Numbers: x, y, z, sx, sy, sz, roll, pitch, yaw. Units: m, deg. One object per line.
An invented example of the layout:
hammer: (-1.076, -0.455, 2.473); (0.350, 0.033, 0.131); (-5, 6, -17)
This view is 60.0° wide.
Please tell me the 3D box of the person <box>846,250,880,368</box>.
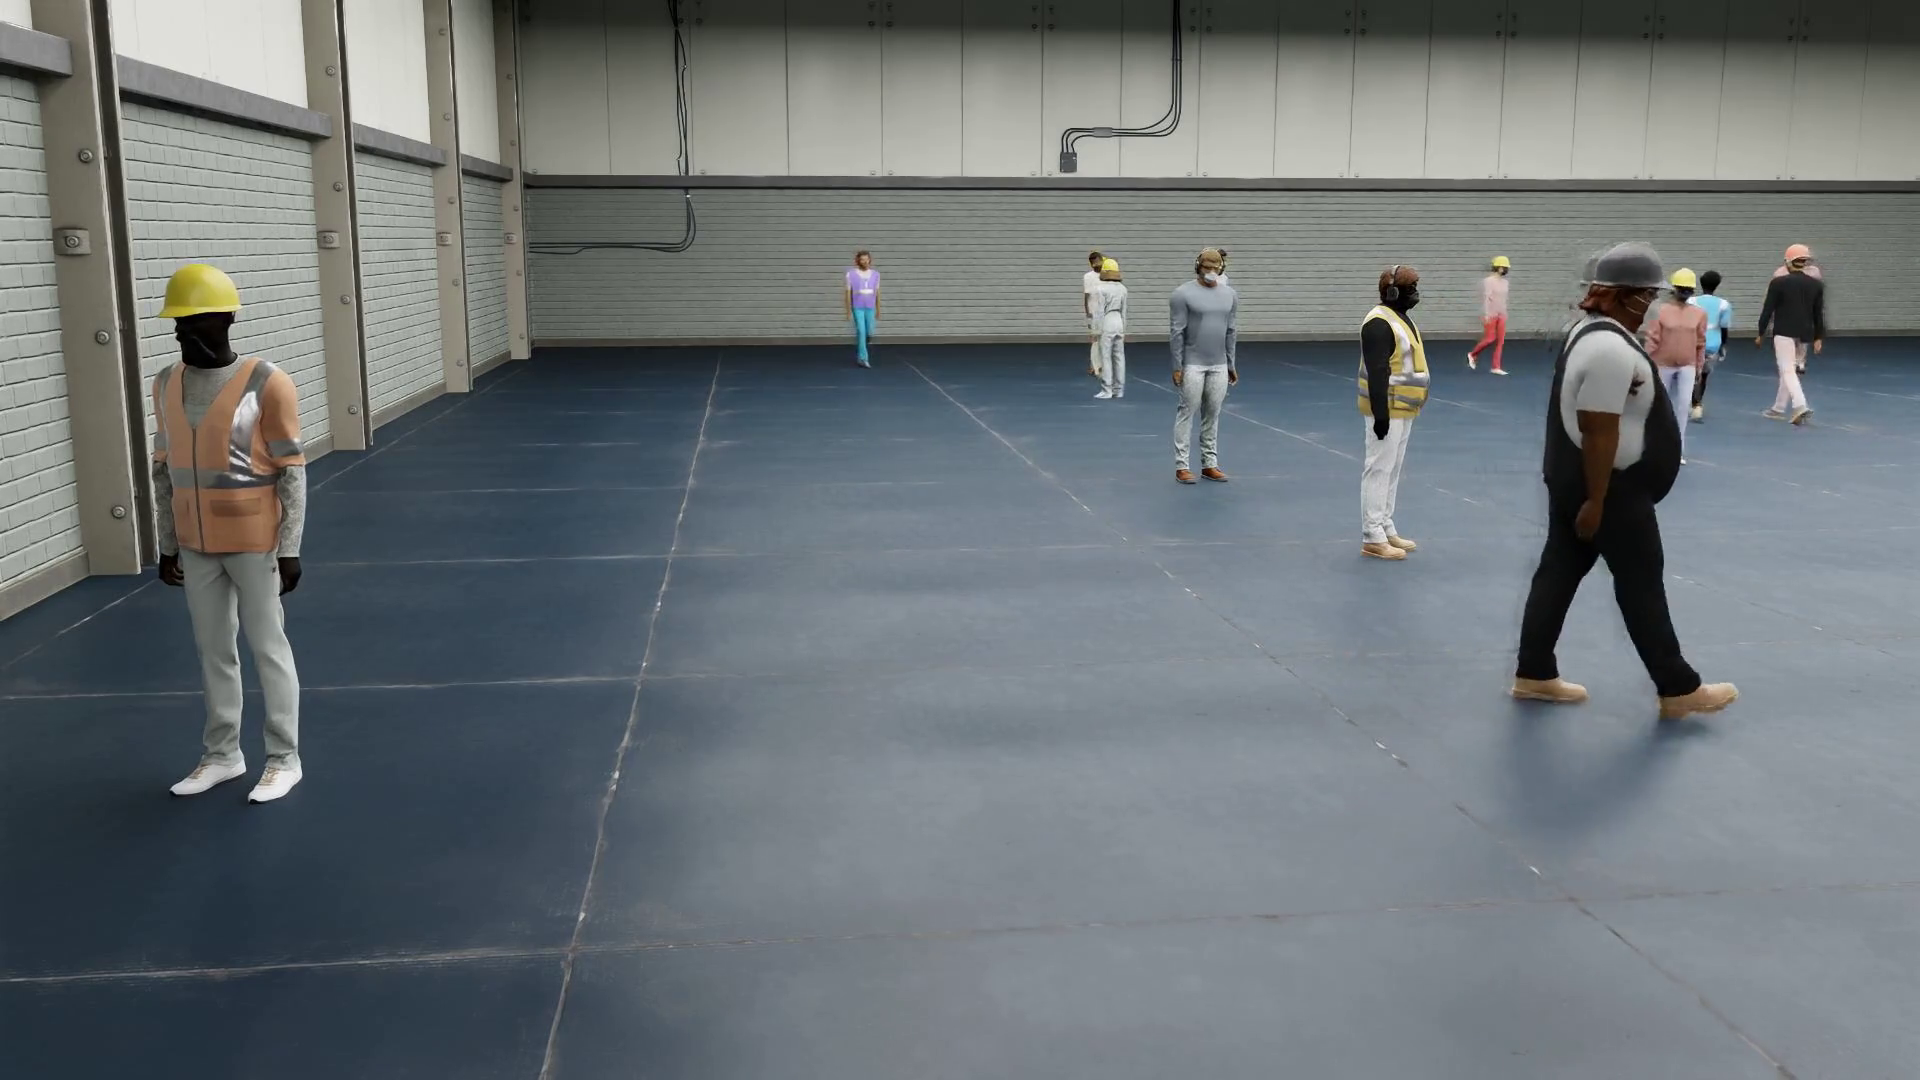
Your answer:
person: (-1.515, -3.588, 25.832); (0.567, 1.828, 0.646); (-5, 11, -24)

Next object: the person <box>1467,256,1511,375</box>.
person: (7.830, -3.310, 24.508); (0.539, 1.747, 0.533); (-7, 12, -33)

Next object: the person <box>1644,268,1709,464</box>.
person: (6.441, -1.581, 15.043); (0.531, 1.753, 0.648); (2, 10, 8)

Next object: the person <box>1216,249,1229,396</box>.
person: (3.231, -2.740, 21.077); (0.535, 1.864, 0.309); (-10, 14, -44)

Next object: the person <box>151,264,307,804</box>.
person: (-2.628, -0.013, 5.955); (0.594, 1.925, 0.370); (3, 11, 15)

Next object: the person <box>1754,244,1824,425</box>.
person: (9.105, -2.236, 18.105); (0.638, 1.954, 0.982); (-1, 10, -8)

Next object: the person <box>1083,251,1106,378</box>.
person: (1.982, -3.256, 24.013); (0.635, 1.829, 0.483); (-8, 13, -38)

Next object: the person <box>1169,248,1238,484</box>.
person: (2.013, -1.431, 13.714); (0.627, 1.934, 0.370); (-4, 11, -23)

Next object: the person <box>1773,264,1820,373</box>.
person: (12.431, -3.412, 24.755); (0.659, 1.863, 0.864); (4, 11, 20)

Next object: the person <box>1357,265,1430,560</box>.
person: (2.750, -0.811, 10.564); (0.429, 1.845, 0.621); (5, 12, 28)

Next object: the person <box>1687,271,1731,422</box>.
person: (8.163, -2.133, 18.302); (0.533, 1.656, 0.831); (1, 10, 8)

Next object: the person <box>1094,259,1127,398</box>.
person: (1.883, -2.653, 20.935); (0.489, 1.742, 0.321); (-8, 13, -38)

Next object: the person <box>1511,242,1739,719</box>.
person: (2.862, -0.269, 7.047); (0.950, 2.000, 0.687); (1, 10, 8)
